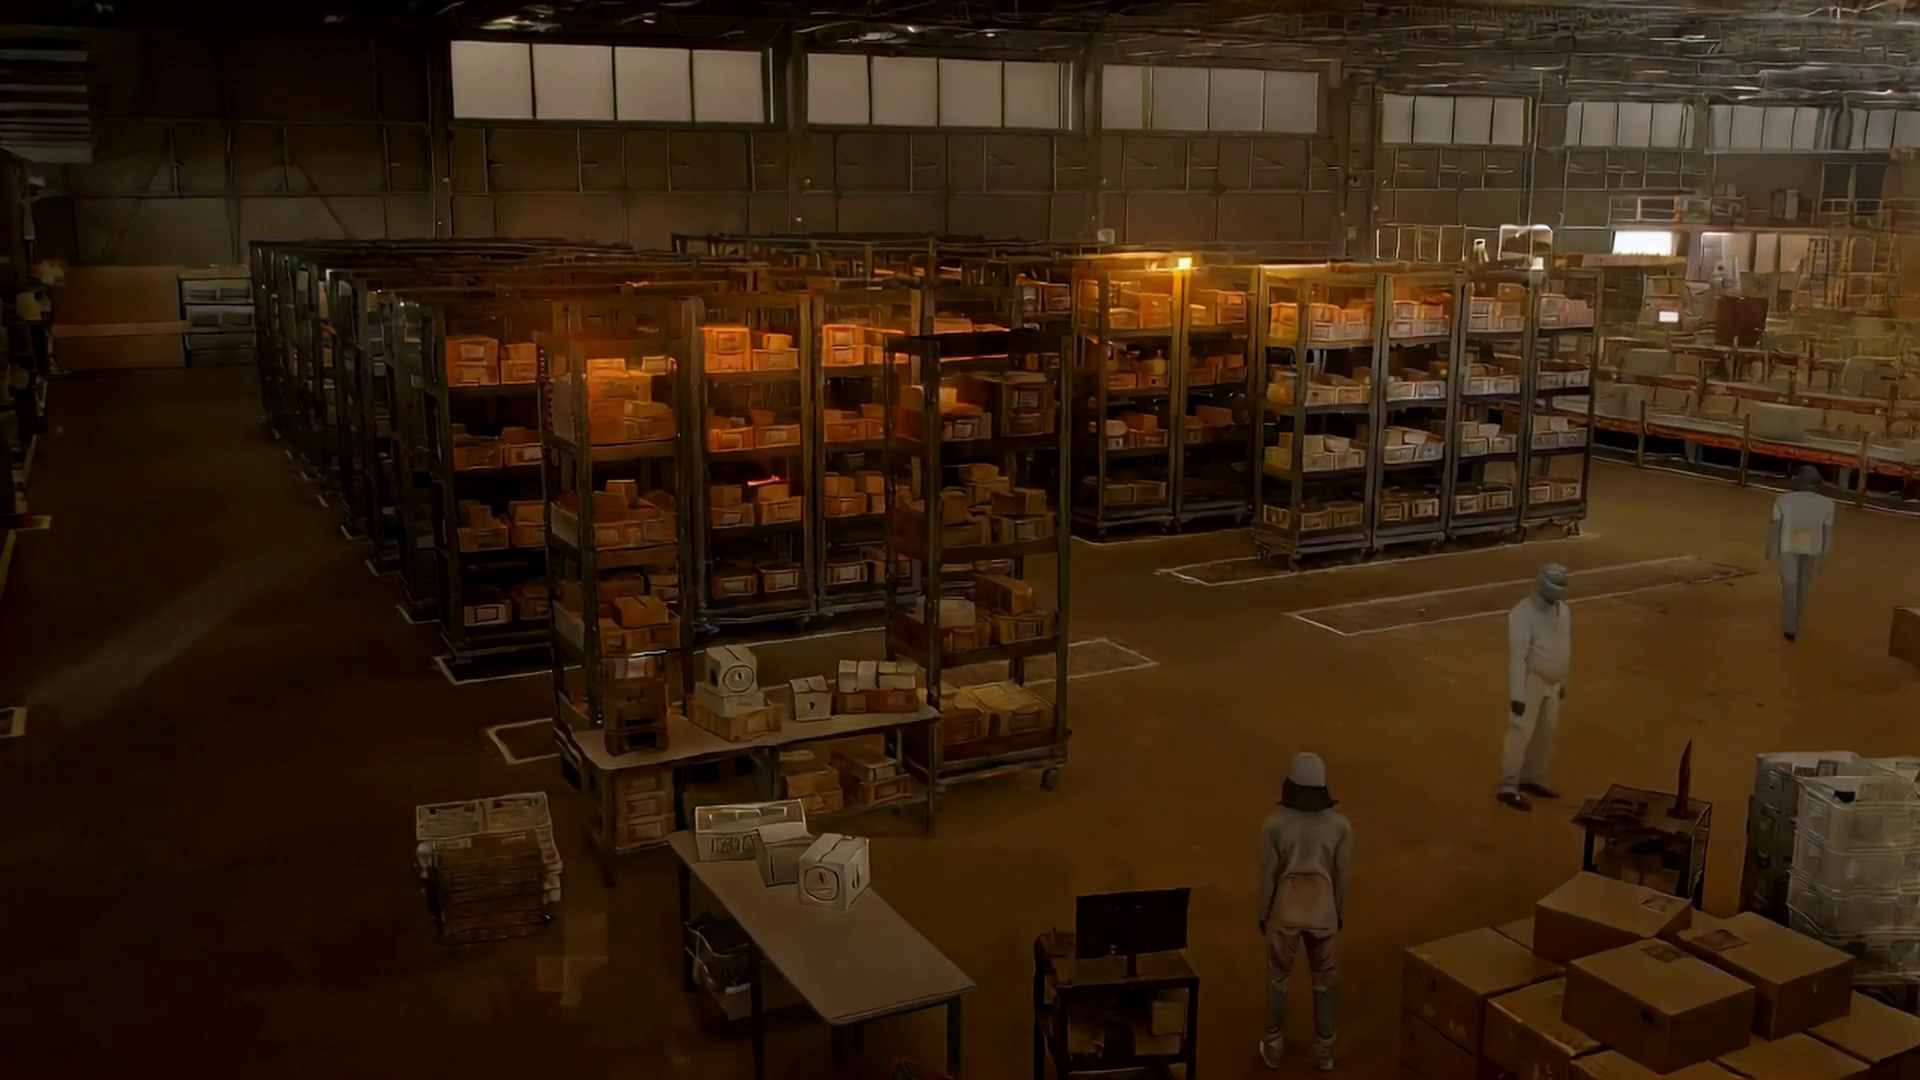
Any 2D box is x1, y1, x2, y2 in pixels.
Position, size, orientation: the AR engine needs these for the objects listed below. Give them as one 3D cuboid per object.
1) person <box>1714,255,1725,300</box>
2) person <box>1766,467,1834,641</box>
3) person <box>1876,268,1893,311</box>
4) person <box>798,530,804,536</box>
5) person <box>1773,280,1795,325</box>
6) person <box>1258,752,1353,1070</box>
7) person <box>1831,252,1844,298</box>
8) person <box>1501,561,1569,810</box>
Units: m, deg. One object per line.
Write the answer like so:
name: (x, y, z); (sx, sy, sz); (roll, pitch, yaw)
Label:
person: (31.277, -10.796, 68.445); (0.372, 1.860, 0.750); (10, 16, 39)
person: (8.833, 0.113, 17.552); (0.573, 1.789, 0.979); (4, 13, 17)
person: (33.100, -8.846, 59.536); (0.557, 1.755, 0.460); (2, 12, 9)
person: (-1.871, -0.888, 22.195); (0.640, 1.815, 0.591); (-8, 15, -34)
person: (25.281, -7.065, 51.037); (0.520, 1.836, 0.957); (3, 13, 15)
person: (1.843, 1.984, 8.938); (0.486, 1.733, 0.361); (1, 12, 4)
person: (36.897, -11.129, 69.847); (0.605, 1.908, 0.425); (-8, 15, -34)
person: (4.427, 1.094, 12.708); (0.650, 1.908, 0.402); (-11, 16, -41)
